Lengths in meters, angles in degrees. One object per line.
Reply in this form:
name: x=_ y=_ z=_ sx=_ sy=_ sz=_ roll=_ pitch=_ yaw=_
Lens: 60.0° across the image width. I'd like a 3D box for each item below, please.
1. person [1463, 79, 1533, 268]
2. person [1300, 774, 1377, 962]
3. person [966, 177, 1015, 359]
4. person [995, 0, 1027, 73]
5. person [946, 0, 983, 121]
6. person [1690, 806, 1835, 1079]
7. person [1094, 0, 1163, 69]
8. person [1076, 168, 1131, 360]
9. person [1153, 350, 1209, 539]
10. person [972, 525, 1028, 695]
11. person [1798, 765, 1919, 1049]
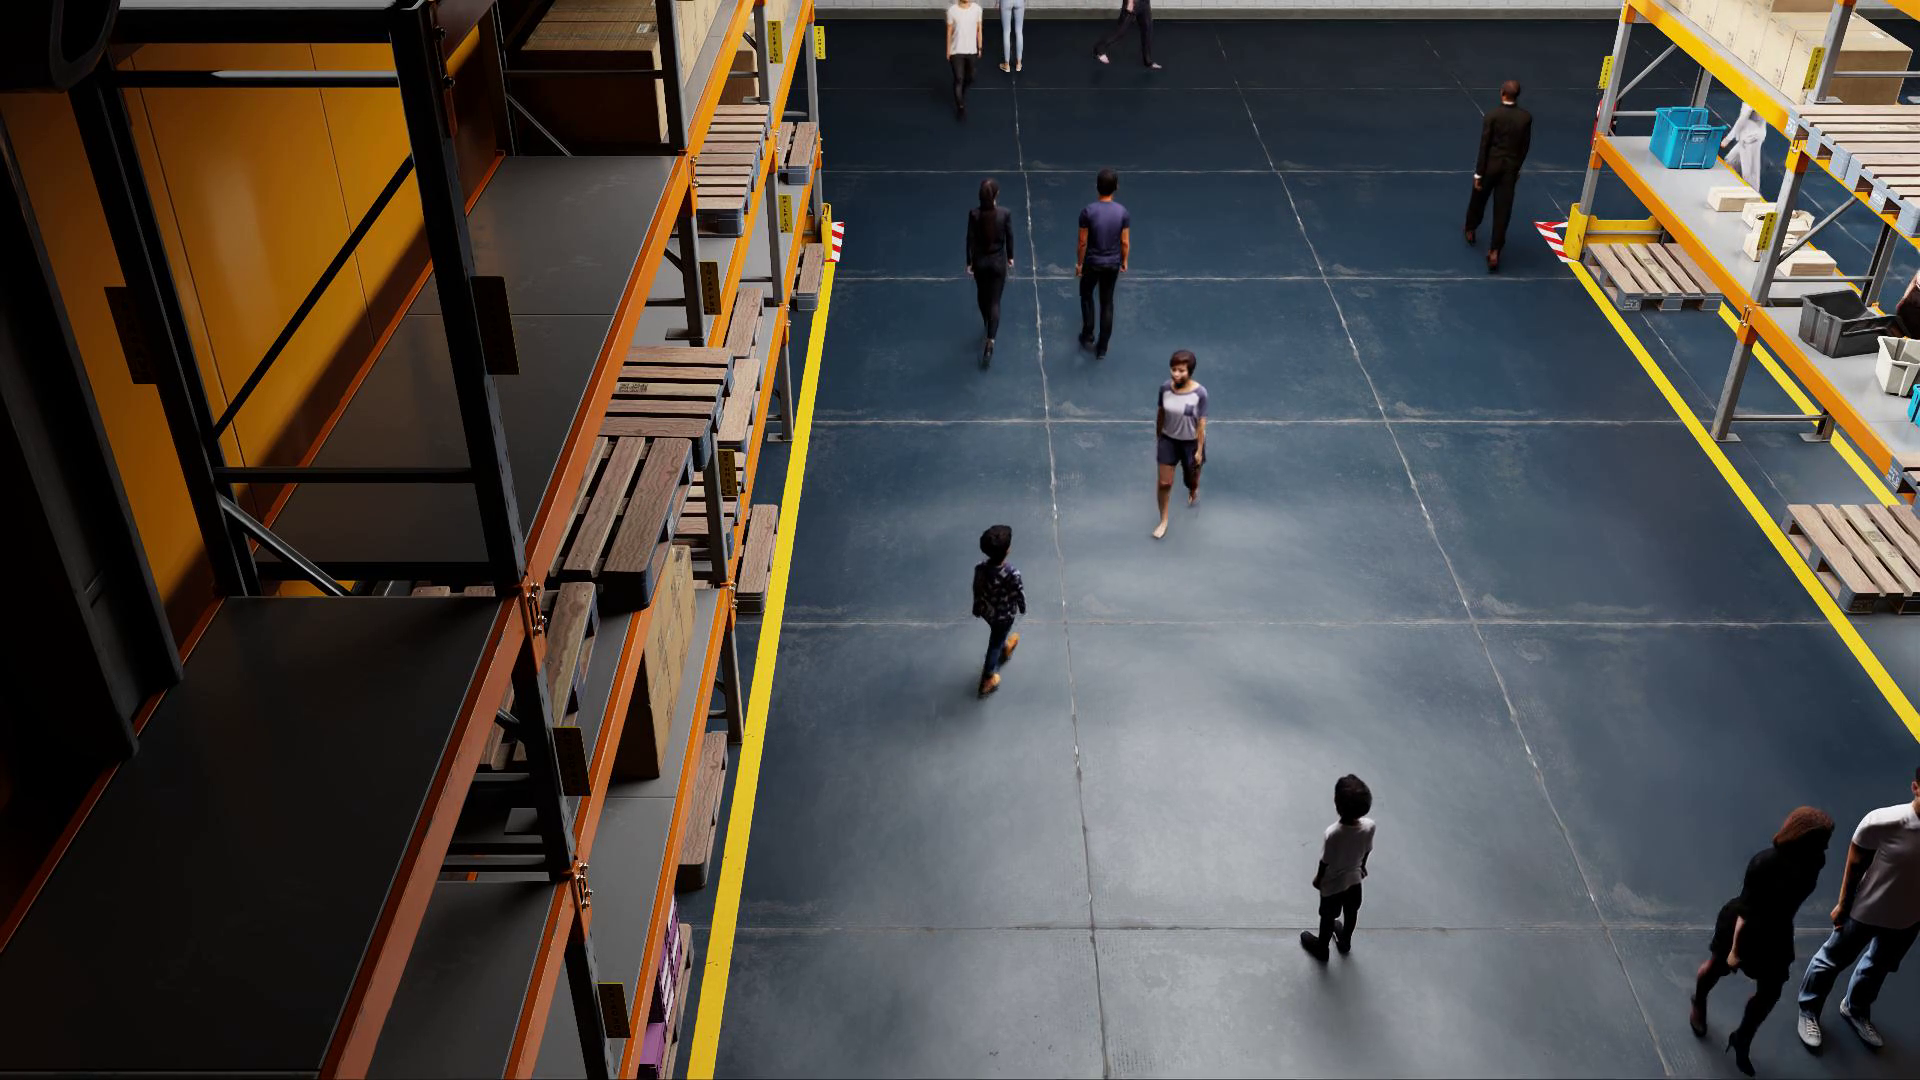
person: x=5.552 y=-3.731 z=17.062 sx=0.776 sy=1.866 sz=1.280 roll=4 pitch=34 yaw=5
person: x=2.127 y=1.832 z=9.243 sx=0.553 sy=1.258 sz=0.570 roll=-12 pitch=35 yaw=-17
person: x=0.282 y=-2.479 z=15.350 sx=0.669 sy=1.675 sz=1.090 roll=4 pitch=34 yaw=6
person: x=0.697 y=-7.224 z=22.381 sx=0.635 sy=1.796 sz=0.587 roll=-8 pitch=34 yaw=-11
person: x=0.025 y=-6.195 z=20.914 sx=0.763 sy=1.705 sz=0.966 roll=-8 pitch=34 yaw=-11
person: x=4.085 y=1.967 z=8.654 sx=0.694 sy=1.683 sz=0.779 roll=-3 pitch=34 yaw=-4
person: x=2.263 y=-7.266 z=22.414 sx=1.085 sy=1.829 sz=1.225 roll=17 pitch=37 yaw=23
person: x=1.313 y=-2.499 z=15.288 sx=0.689 sy=1.777 sz=0.716 roll=-3 pitch=34 yaw=-5
person: x=1.741 y=-0.793 z=12.931 sx=0.759 sy=1.546 sz=0.941 roll=13 pitch=36 yaw=18
person: x=0.230 y=0.491 z=11.293 sx=0.757 sy=1.220 sz=0.906 roll=19 pitch=38 yaw=26
person: x=4.796 y=1.881 z=8.619 sx=0.662 sy=1.866 sz=0.534 roll=0 pitch=34 yaw=0
